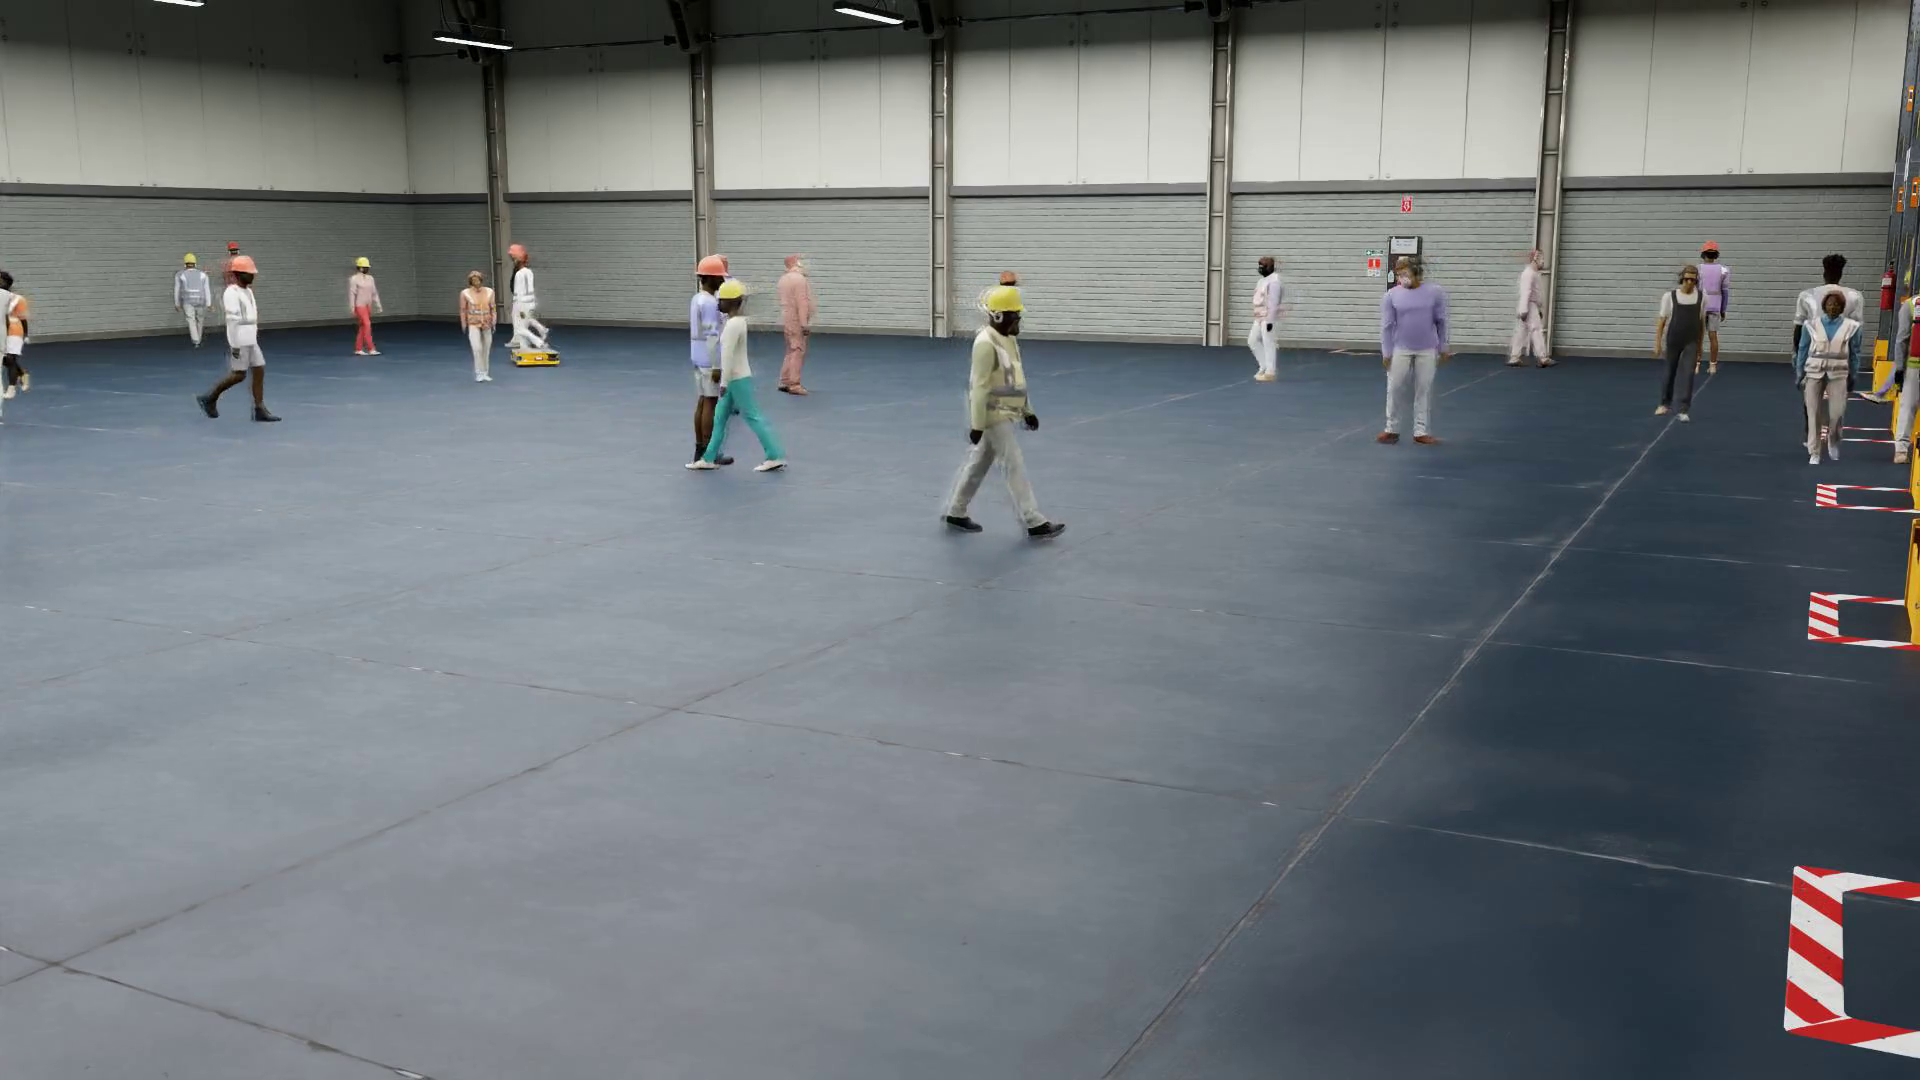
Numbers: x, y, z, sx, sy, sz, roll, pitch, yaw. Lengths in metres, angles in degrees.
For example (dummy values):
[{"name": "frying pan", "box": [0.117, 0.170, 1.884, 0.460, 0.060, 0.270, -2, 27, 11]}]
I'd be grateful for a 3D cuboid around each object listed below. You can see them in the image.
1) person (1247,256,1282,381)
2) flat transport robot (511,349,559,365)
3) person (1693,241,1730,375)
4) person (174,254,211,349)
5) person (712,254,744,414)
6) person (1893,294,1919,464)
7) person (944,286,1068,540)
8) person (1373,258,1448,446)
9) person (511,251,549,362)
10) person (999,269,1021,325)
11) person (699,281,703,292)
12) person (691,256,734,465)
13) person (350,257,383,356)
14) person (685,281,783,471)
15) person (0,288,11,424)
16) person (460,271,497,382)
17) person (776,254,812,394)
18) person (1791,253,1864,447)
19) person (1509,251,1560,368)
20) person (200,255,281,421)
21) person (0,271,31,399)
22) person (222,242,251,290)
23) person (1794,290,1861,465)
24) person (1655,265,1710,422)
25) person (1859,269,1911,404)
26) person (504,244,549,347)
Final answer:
[{"name": "person", "box": [4.471, -3.232, 24.342, 0.466, 1.824, 0.660, -1, 10, -6]}, {"name": "flat transport robot", "box": [-7.048, -3.041, 27.546, 0.652, 0.197, 1.431, -4, 11, -19]}, {"name": "person", "box": [11.428, -3.553, 25.504, 0.615, 2.041, 0.392, 1, 10, 3]}, {"name": "person", "box": [-14.427, -4.482, 31.283, 0.605, 1.791, 0.950, -7, 13, -34]}, {"name": "person", "box": [-2.825, -2.415, 19.672, 0.410, 1.906, 0.642, 5, 12, 26]}, {"name": "person", "box": [9.054, -1.608, 15.473, 0.659, 1.839, 0.429, 3, 11, 14]}, {"name": "person", "box": [0.287, -0.897, 11.750, 0.949, 1.783, 0.604, 3, 11, 14]}, {"name": "person", "box": [4.594, -1.895, 16.866, 0.690, 1.904, 0.370, 1, 10, 8]}, {"name": "person", "box": [-7.279, -3.921, 27.992, 0.618, 1.866, 0.582, 1, 10, 6]}, {"name": "person", "box": [0.750, -3.297, 25.268, 0.505, 1.618, 0.394, -9, 14, -40]}, {"name": "person", "box": [-5.391, -5.233, 35.765, 0.523, 1.638, 0.310, -9, 14, -41]}, {"name": "person", "box": [-2.317, -1.673, 15.537, 0.373, 1.934, 0.551, -4, 11, -21]}, {"name": "person", "box": [-10.484, -4.125, 29.474, 0.780, 1.733, 0.526, 4, 11, 19]}, {"name": "person", "box": [-2.027, -1.466, 15.004, 0.893, 1.720, 0.535, 0, 10, -3]}, {"name": "person", "box": [-11.048, -2.233, 18.885, 0.593, 1.834, 0.565, 9, 14, 42]}, {"name": "person", "box": [-6.960, -3.088, 24.140, 0.492, 1.608, 0.739, -6, 12, -31]}, {"name": "person", "box": [-2.219, -2.881, 22.337, 0.437, 1.878, 0.692, -5, 12, -25]}, {"name": "person", "box": [8.790, -1.924, 16.899, 0.623, 1.940, 0.692, 4, 11, 23]}, {"name": "person", "box": [9.339, -3.710, 26.822, 0.906, 1.867, 0.672, 5, 11, 24]}, {"name": "person", "box": [-8.264, -2.283, 18.972, 0.799, 1.909, 0.566, 0, 10, 1]}, {"name": "person", "box": [-12.496, -2.713, 21.911, 0.530, 1.674, 0.738, 1, 10, 4]}, {"name": "person", "box": [-15.180, -5.256, 34.931, 0.392, 1.991, 0.613, 7, 13, 35]}, {"name": "person", "box": [8.033, -1.498, 15.428, 0.522, 1.627, 0.371, 6, 12, 28]}, {"name": "person", "box": [8.370, -2.296, 19.334, 0.528, 1.809, 0.763, 3, 11, 17]}, {"name": "person", "box": [11.867, -2.520, 20.768, 0.920, 1.704, 0.536, 8, 13, 39]}, {"name": "person", "box": [-8.353, -4.687, 31.894, 0.790, 1.969, 0.627, -3, 11, -16]}]
